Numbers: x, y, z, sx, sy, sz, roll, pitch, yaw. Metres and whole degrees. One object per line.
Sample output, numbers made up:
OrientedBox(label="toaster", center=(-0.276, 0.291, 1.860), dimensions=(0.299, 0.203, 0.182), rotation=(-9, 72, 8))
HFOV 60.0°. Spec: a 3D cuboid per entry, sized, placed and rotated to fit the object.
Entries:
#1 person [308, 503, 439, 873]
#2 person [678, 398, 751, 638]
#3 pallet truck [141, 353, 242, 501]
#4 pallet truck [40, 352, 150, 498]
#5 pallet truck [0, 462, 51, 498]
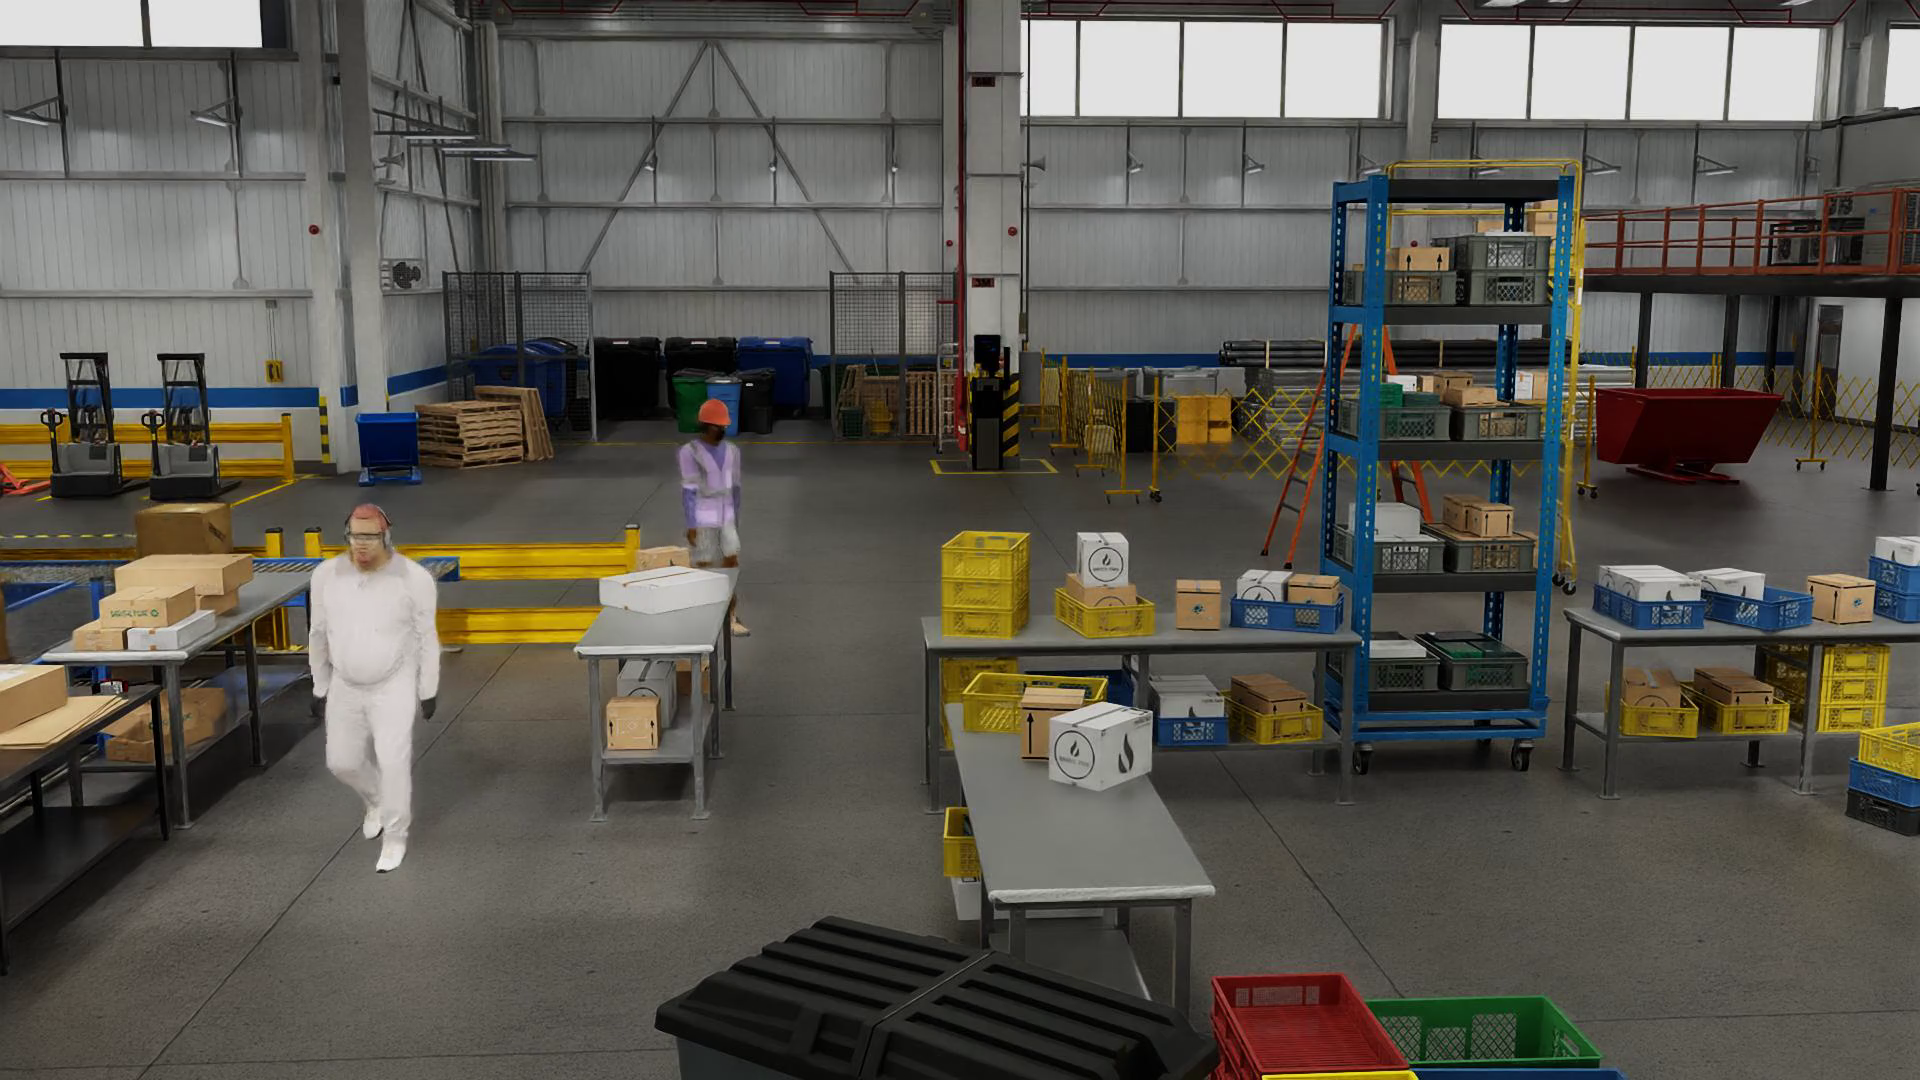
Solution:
OrientedBox(label="person", center=(-3.005, 0.734, 8.576), dimensions=(0.664, 1.890, 0.506), rotation=(0, 9, 0))
OrientedBox(label="person", center=(-2.128, -0.192, 14.001), dimensions=(0.635, 2.021, 0.746), rotation=(-9, 13, -44))
OrientedBox(label="pallet truck", center=(-10.520, -1.604, 22.925), dimensions=(0.823, 1.965, 1.885), rotation=(-1, 9, -6))
OrientedBox(label="pallet truck", center=(-11.907, -1.642, 23.165), dimensions=(0.823, 1.965, 1.885), rotation=(0, 9, 0))
OrientedBox(label="pallet truck", center=(-13.193, -1.293, 23.148), dimensions=(0.653, 1.274, 1.630), rotation=(-1, 9, -4))
